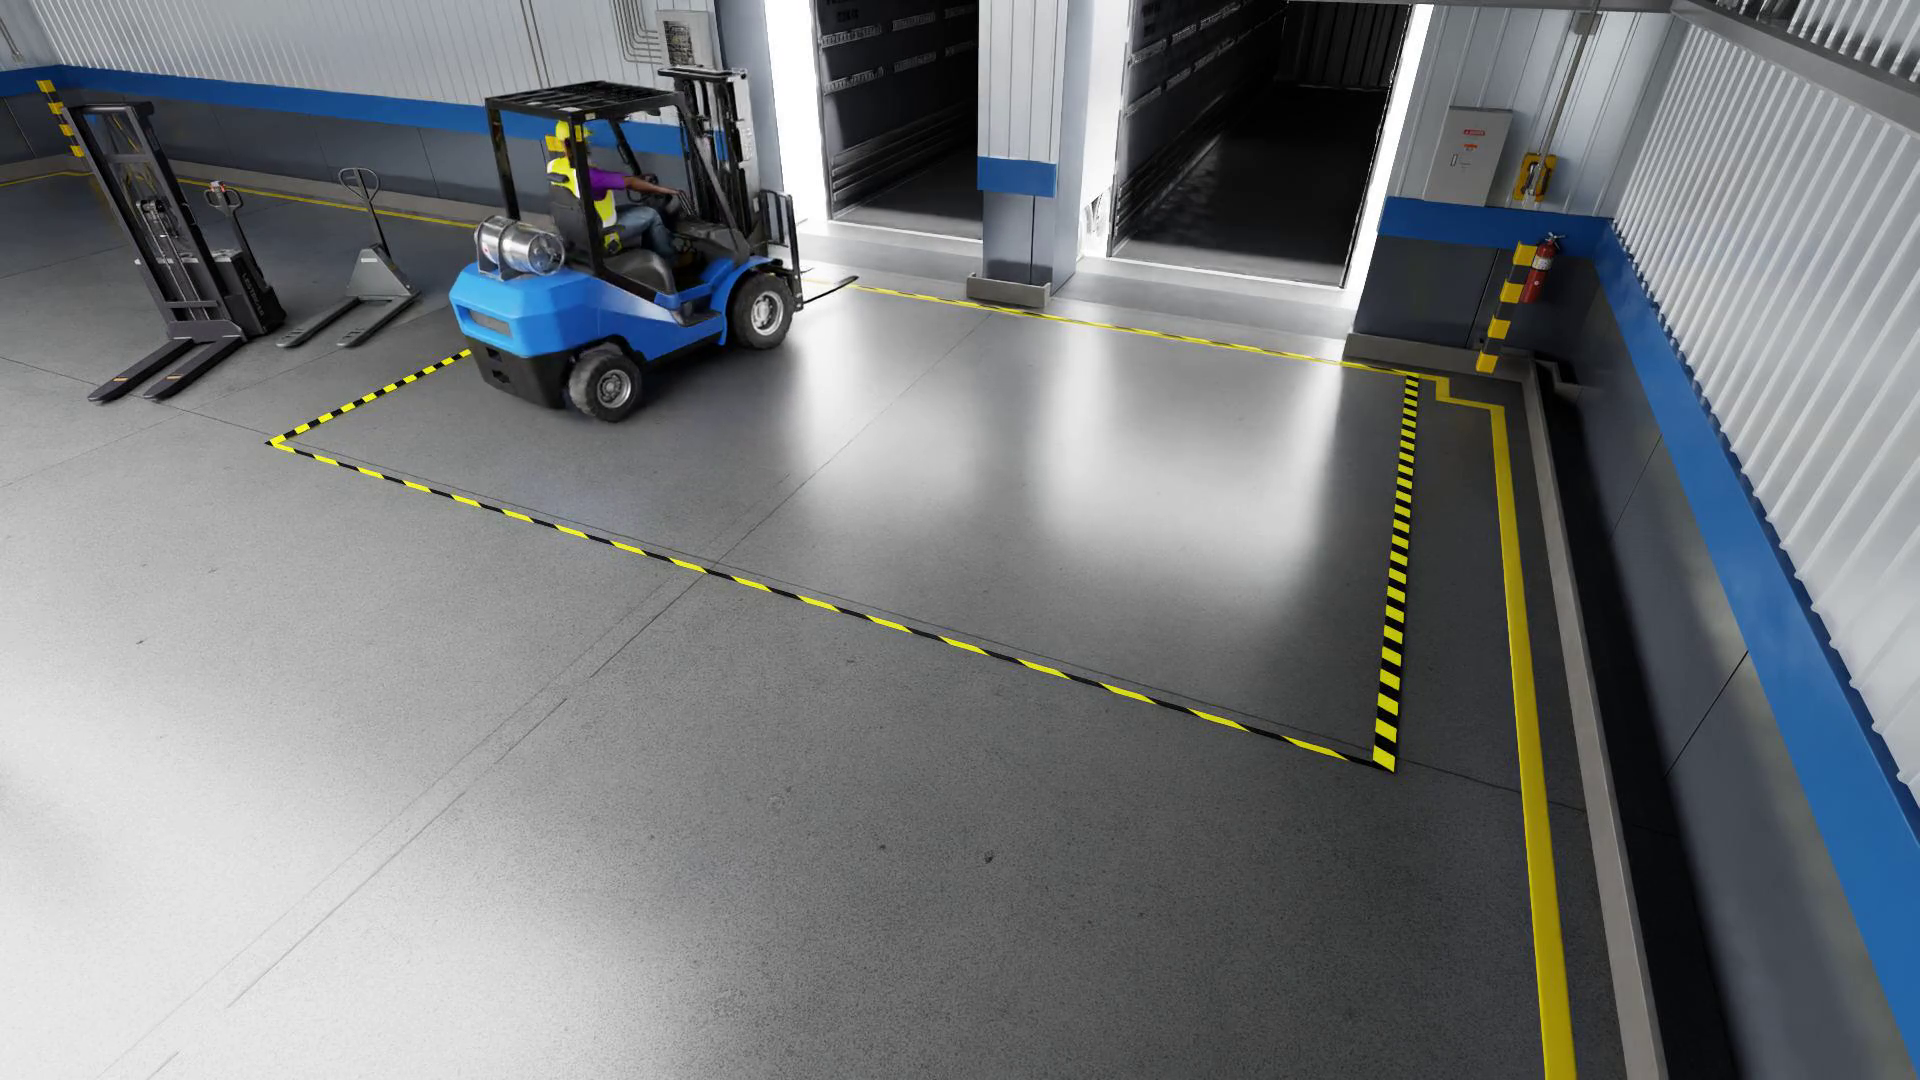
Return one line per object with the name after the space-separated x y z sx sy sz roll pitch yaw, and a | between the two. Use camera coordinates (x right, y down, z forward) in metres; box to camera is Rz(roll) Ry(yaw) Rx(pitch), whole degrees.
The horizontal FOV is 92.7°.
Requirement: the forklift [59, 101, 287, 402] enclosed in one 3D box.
-6.686 -2.387 7.434 0.823 1.965 1.885 -3 35 -5 | forklift

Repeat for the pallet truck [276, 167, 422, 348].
-5.732 -2.611 8.414 0.680 1.201 1.601 -1 35 -1 | pallet truck

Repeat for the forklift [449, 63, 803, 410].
-2.658 -2.495 7.279 1.157 2.036 2.680 22 40 28 | forklift

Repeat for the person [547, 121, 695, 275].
-2.618 -2.674 7.208 0.635 1.294 1.004 22 40 28 | person
